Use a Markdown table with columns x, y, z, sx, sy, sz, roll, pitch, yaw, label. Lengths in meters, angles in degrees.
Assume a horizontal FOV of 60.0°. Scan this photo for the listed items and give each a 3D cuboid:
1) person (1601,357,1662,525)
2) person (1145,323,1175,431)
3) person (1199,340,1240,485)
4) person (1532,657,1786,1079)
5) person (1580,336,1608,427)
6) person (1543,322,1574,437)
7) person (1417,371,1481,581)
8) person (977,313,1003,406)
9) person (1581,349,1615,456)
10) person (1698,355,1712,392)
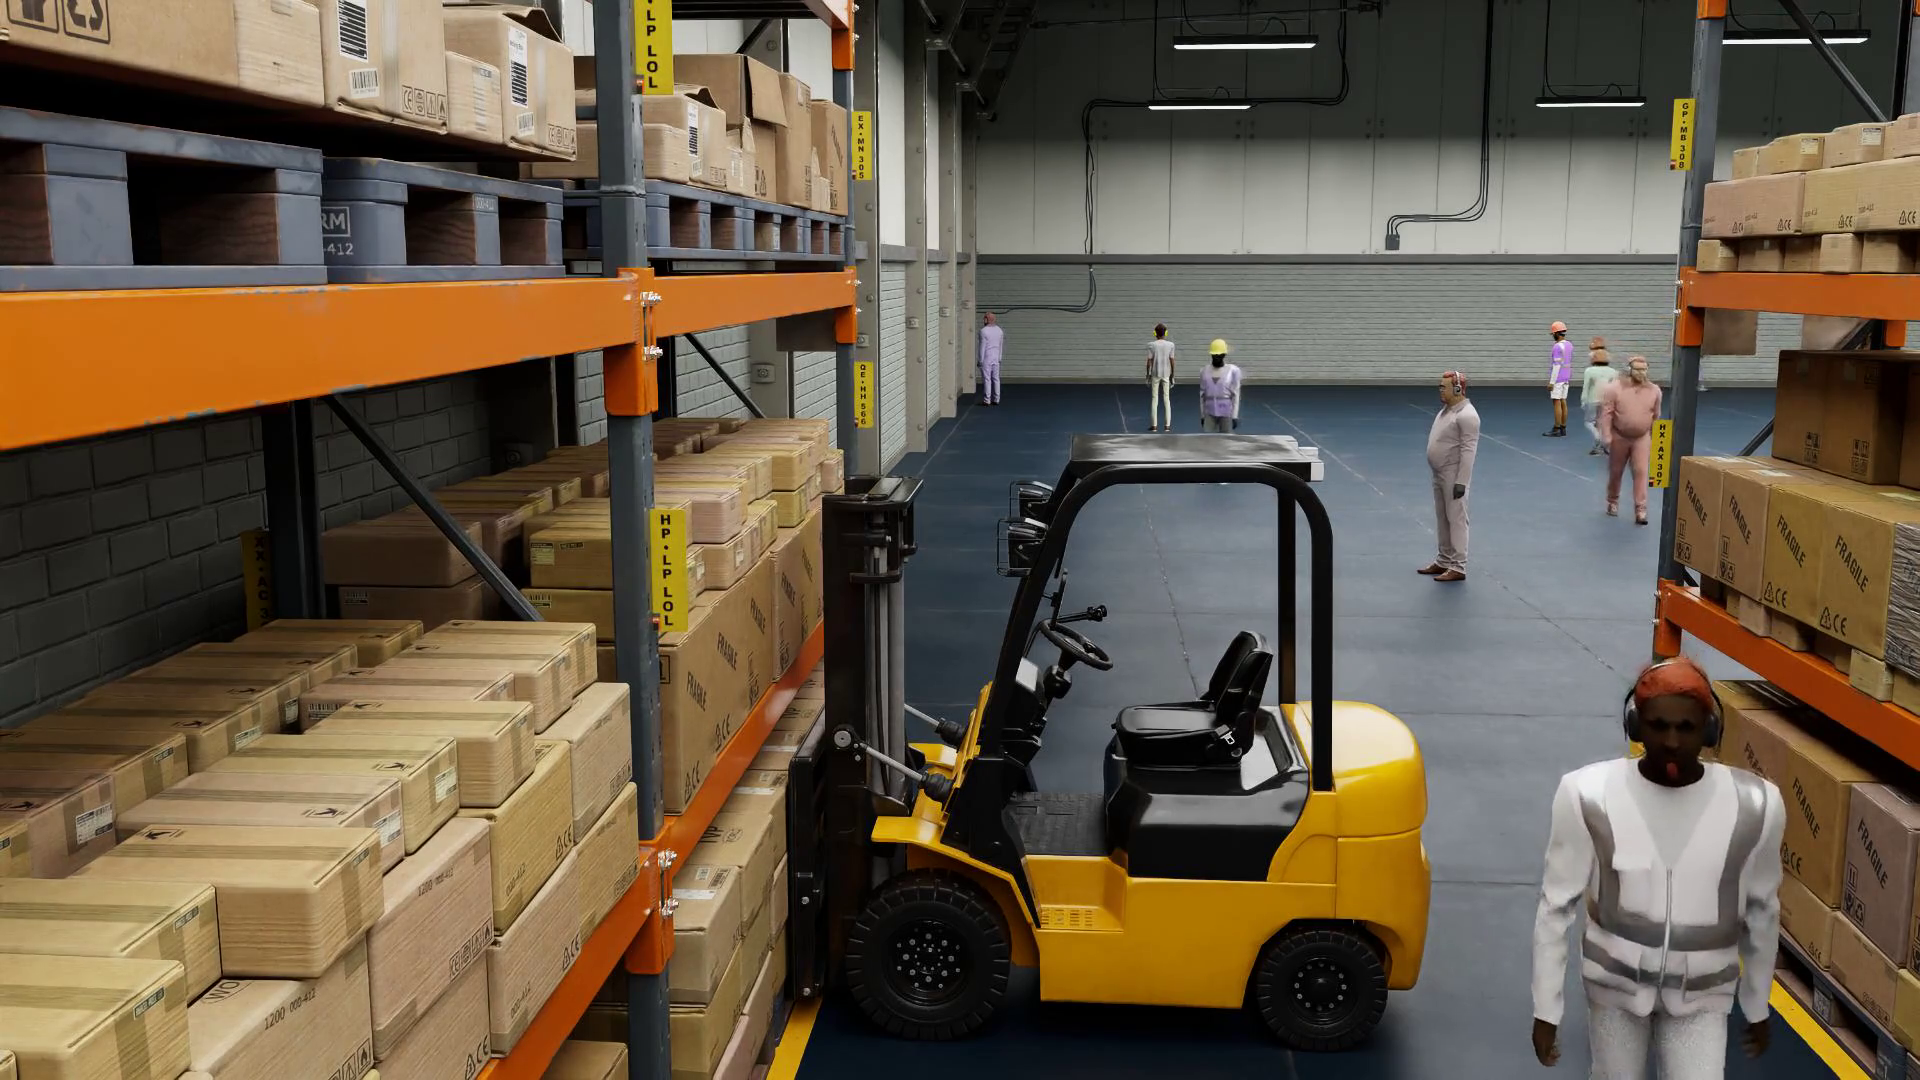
| x | y | z | sx | sy | sz | roll | pitch | yaw | label |
| --- | --- | --- | --- | --- | --- | --- | --- | --- | --- |
| 7.526 | -1.135 | 18.700 | 0.645 | 1.862 | 0.985 | 2 | 10 | 13 | person |
| 3.468 | -2.814 | 28.807 | 0.508 | 1.874 | 0.329 | 0 | 9 | -2 | person |
| 3.351 | -1.646 | 21.631 | 0.601 | 1.905 | 0.621 | 5 | 11 | 29 | person |
| 1.807 | 1.233 | 4.339 | 0.602 | 1.846 | 0.906 | 3 | 10 | 20 | person |
| 11.248 | -2.789 | 29.419 | 0.530 | 1.616 | 0.415 | -5 | 11 | -29 | person |
| 10.024 | -2.692 | 27.897 | 0.373 | 1.928 | 0.543 | 9 | 13 | 43 | person |
| 4.459 | -0.581 | 15.173 | 0.409 | 1.908 | 0.639 | -1 | 9 | -7 | person |
| 0.585 | -3.698 | 34.057 | 0.403 | 1.906 | 0.651 | 9 | 13 | 44 | person |
| 9.595 | -2.053 | 24.954 | 0.499 | 1.625 | 0.489 | -1 | 9 | -9 | person |
| 16.777 | -4.210 | 37.688 | 0.823 | 1.734 | 0.532 | 7 | 12 | 38 | person |
